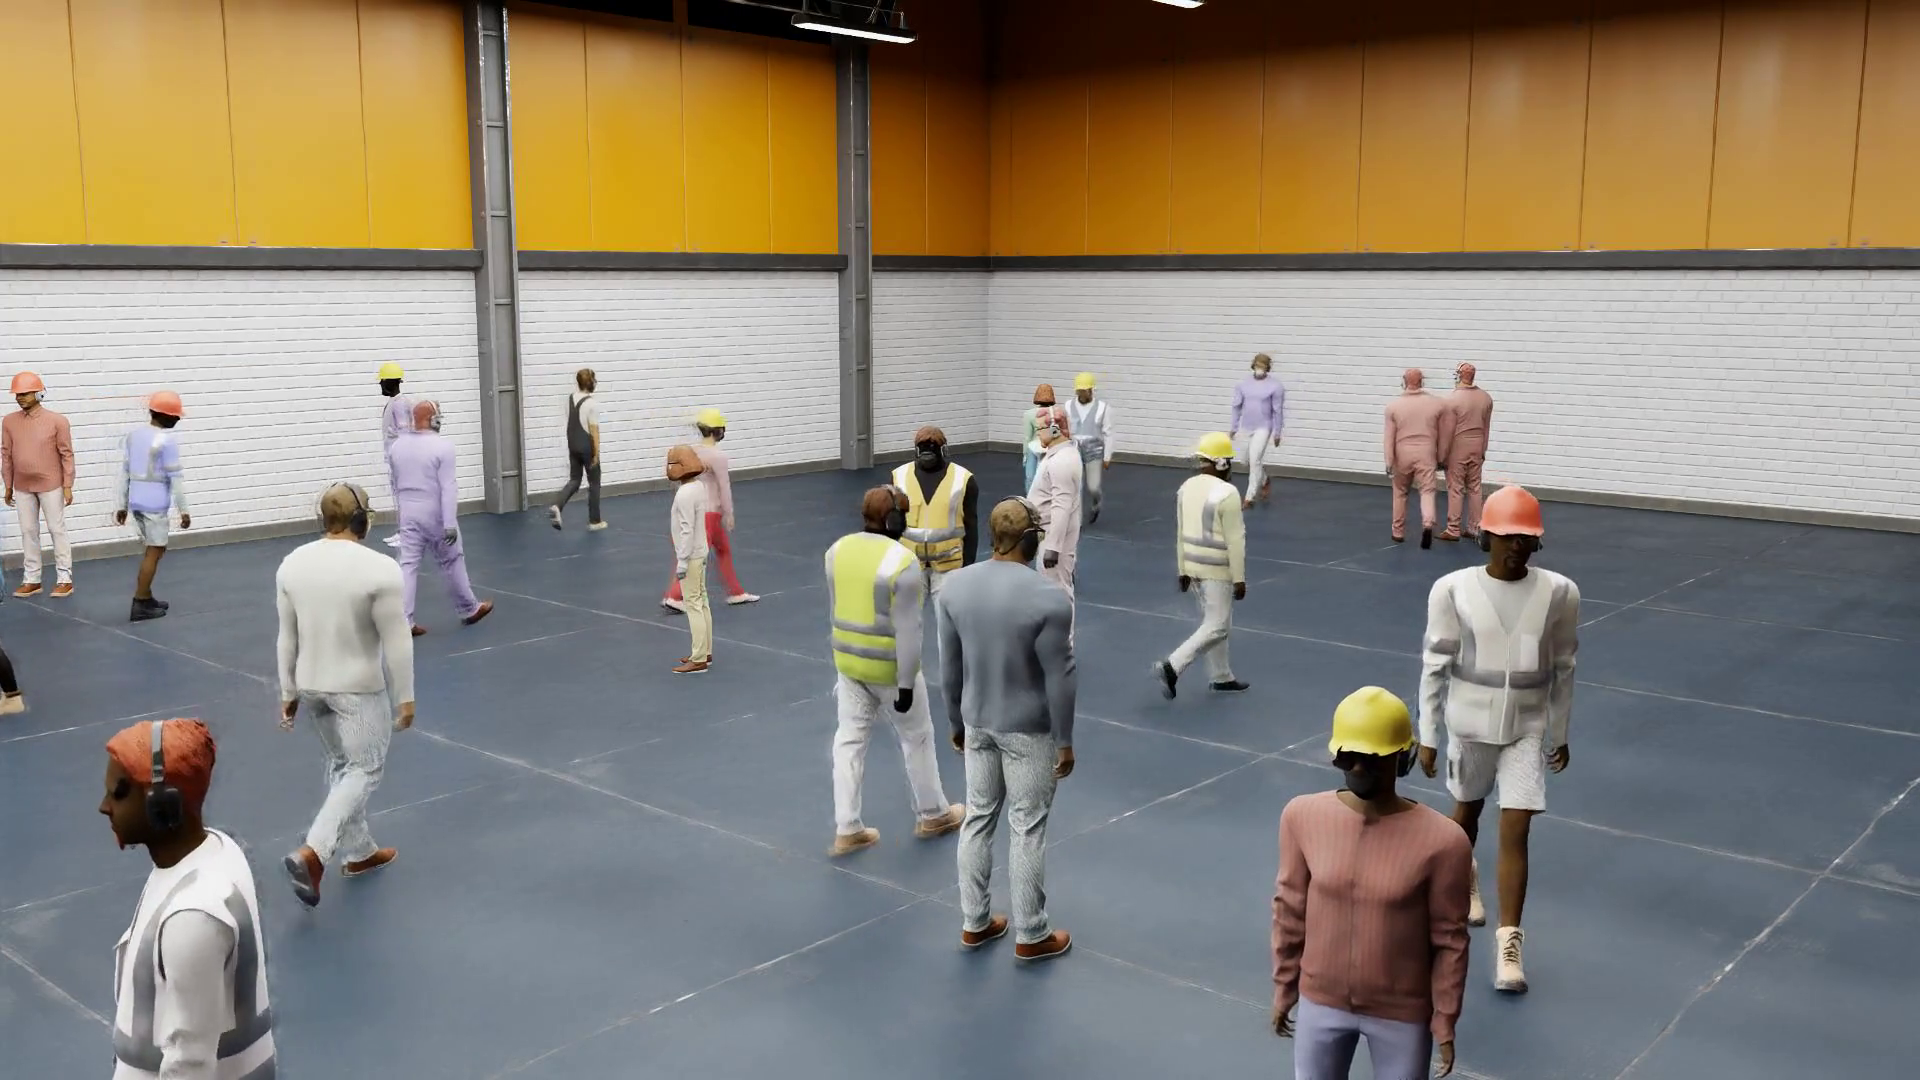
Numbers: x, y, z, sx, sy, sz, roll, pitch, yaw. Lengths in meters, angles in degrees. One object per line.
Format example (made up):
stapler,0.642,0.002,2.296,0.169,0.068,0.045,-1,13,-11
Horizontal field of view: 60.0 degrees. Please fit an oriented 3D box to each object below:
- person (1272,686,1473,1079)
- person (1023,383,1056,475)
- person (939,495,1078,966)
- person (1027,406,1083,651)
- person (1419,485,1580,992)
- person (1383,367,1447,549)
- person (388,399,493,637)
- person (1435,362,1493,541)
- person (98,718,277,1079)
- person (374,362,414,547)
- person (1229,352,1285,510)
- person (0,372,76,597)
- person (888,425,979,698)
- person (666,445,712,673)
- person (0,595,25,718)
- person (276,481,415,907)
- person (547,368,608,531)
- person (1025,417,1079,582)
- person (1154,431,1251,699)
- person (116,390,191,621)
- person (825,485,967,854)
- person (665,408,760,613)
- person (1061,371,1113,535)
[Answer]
person,1.084,1.251,4.461,0.526,1.768,0.330,5,10,28
person,0.944,-0.926,18.546,0.498,1.634,0.280,-1,9,-6
person,0.203,0.781,6.880,0.635,1.936,0.354,6,11,35
person,0.670,-0.009,11.950,0.407,1.905,0.639,1,9,6
person,2.221,0.752,6.900,0.631,1.997,1.065,2,9,10
person,4.750,-0.866,17.392,0.654,1.880,0.840,2,9,11
person,-4.168,-0.185,13.187,0.674,1.851,0.980,4,10,22
person,5.356,-0.940,17.777,0.637,1.911,0.406,-4,10,-25
person,-1.725,1.310,3.754,0.623,1.871,0.599,-4,10,-25
person,-5.901,-0.894,17.427,0.371,1.927,0.588,-4,10,-25
person,3.665,-1.345,20.306,0.641,1.912,0.803,7,12,38
person,-8.117,-0.483,14.633,0.624,1.992,0.386,0,9,1
person,-0.194,0.152,11.126,0.624,1.845,0.430,1,9,7
person,-1.940,0.134,11.891,0.276,1.631,0.507,1,9,3
person,-6.415,0.328,10.579,0.843,1.648,0.552,-1,9,-7
person,-2.845,0.697,7.542,0.642,1.913,0.819,3,9,18
person,-4.188,-0.974,18.260,0.528,1.824,0.733,5,10,27
person,0.850,-0.380,15.121,0.528,1.620,0.582,-2,9,-10
person,1.629,0.183,11.036,0.753,1.814,0.598,-4,10,-23
person,-6.648,-0.287,13.718,0.558,1.889,0.601,6,11,31
person,-0.331,0.618,8.291,0.643,1.807,0.851,7,12,38
person,-2.121,-0.252,14.037,0.917,1.726,0.534,-6,11,-34
person,1.389,-0.966,18.317,0.599,1.797,0.711,2,9,13
